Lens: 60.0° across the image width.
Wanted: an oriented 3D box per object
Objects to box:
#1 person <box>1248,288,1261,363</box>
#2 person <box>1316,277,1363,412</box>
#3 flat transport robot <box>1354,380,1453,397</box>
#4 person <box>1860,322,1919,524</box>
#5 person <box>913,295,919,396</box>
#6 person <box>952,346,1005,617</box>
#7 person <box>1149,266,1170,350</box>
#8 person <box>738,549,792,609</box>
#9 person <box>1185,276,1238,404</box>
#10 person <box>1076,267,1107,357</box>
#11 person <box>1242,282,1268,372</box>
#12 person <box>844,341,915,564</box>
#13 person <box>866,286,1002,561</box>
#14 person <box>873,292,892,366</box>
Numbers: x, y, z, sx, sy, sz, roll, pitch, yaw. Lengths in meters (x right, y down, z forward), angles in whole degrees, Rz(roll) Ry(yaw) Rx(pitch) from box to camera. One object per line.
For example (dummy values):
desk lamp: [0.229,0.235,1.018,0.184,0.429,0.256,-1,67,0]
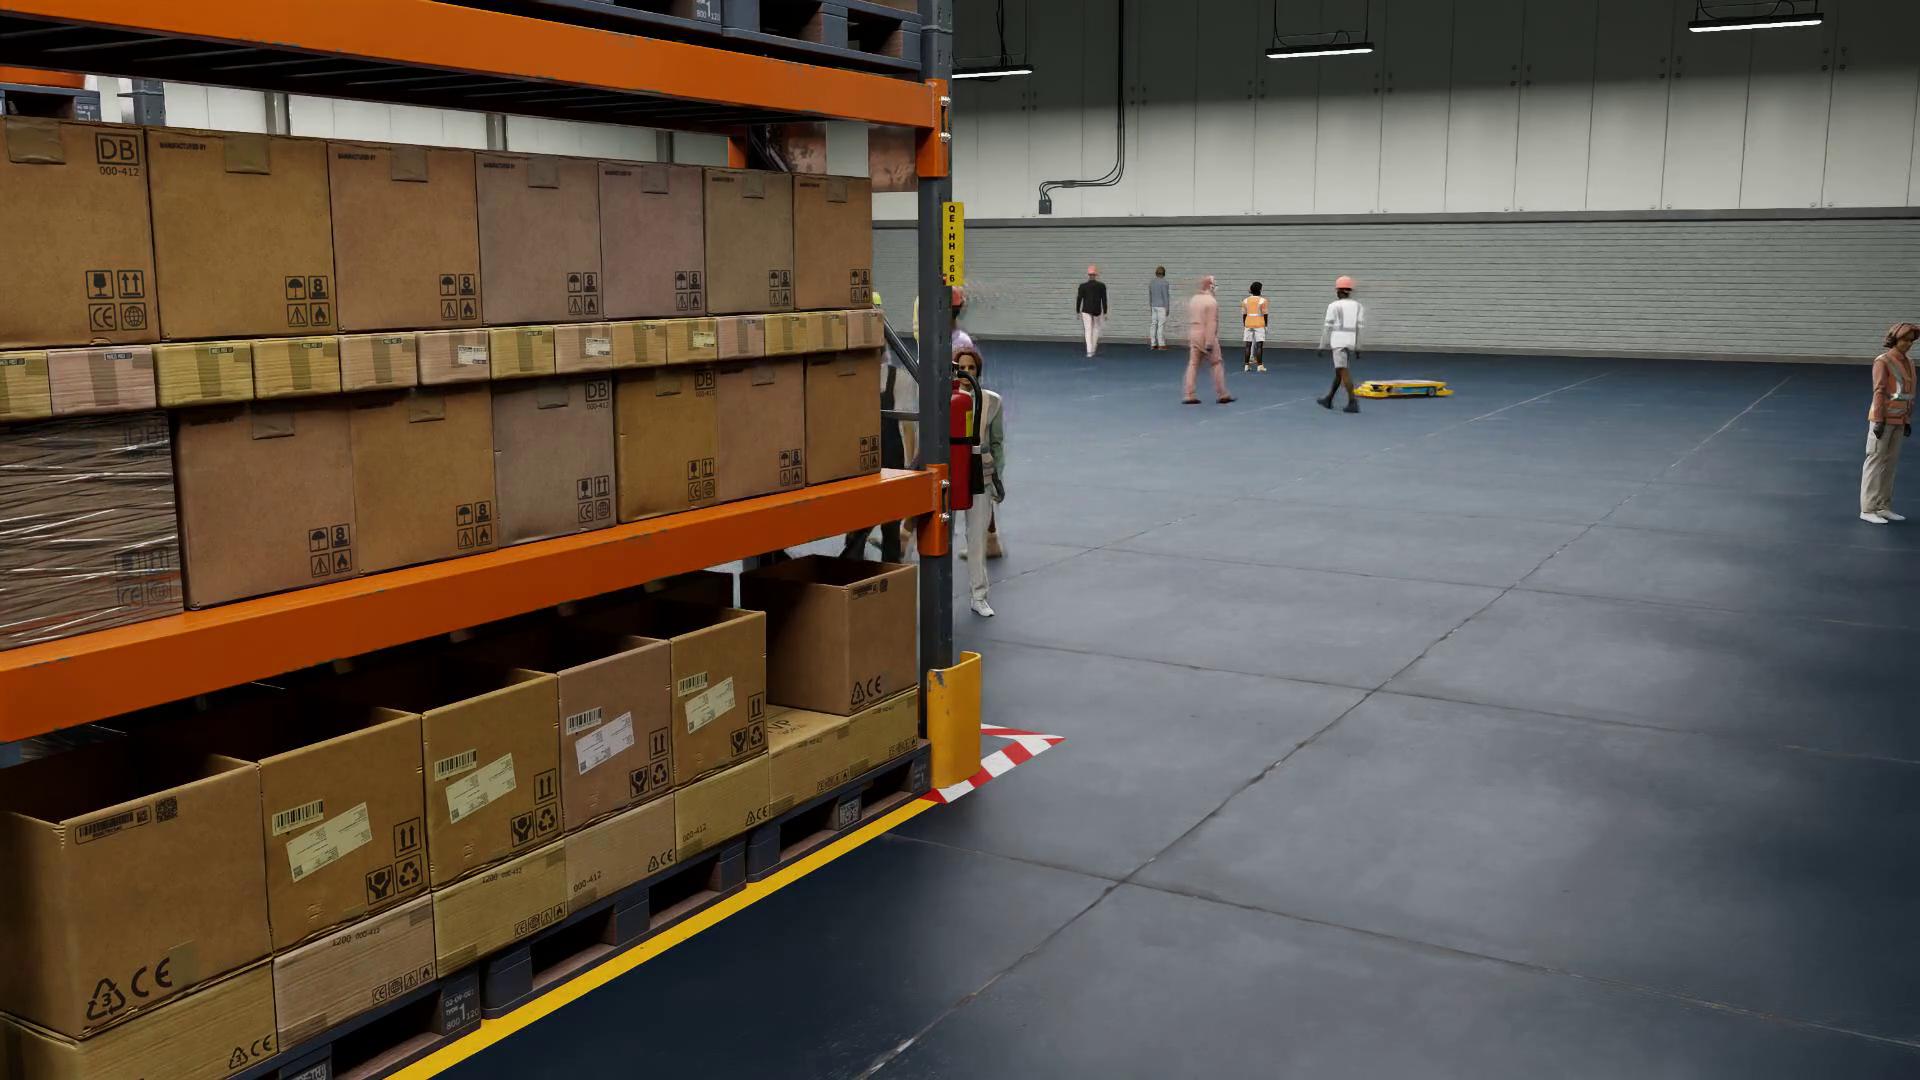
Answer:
person: [5.997,-4.425,33.935,0.284,1.633,0.501,0,10,-2]
person: [5.353,-2.751,23.397,0.566,1.883,0.996,-5,11,-26]
flat transport robot: [6.866,-2.359,25.823,1.431,0.197,0.652,-3,10,-20]
person: [7.612,-0.956,13.610,0.513,1.639,0.311,-7,12,-35]
person: [-0.502,-3.110,25.631,0.429,1.842,0.629,-1,10,-8]
person: [0.022,-0.343,10.017,0.514,1.642,0.310,-2,10,-14]
person: [4.651,-5.391,38.701,0.364,1.939,0.636,-7,12,-34]
person: [-1.122,-0.301,9.683,0.723,1.671,0.539,-7,12,-36]
person: [3.707,-2.940,24.532,0.897,1.869,0.657,-5,11,-26]
person: [2.859,-4.968,36.229,0.659,1.942,1.029,0,10,-3]
person: [5.568,-4.014,31.350,0.535,1.697,0.318,7,12,34]
person: [-0.526,-0.411,9.965,0.524,1.791,0.976,0,10,3]
person: [-0.163,-0.816,11.755,1.045,1.988,0.629,-3,10,-17]
person: [-1.147,-2.350,21.546,0.928,1.714,0.545,-9,13,-42]
